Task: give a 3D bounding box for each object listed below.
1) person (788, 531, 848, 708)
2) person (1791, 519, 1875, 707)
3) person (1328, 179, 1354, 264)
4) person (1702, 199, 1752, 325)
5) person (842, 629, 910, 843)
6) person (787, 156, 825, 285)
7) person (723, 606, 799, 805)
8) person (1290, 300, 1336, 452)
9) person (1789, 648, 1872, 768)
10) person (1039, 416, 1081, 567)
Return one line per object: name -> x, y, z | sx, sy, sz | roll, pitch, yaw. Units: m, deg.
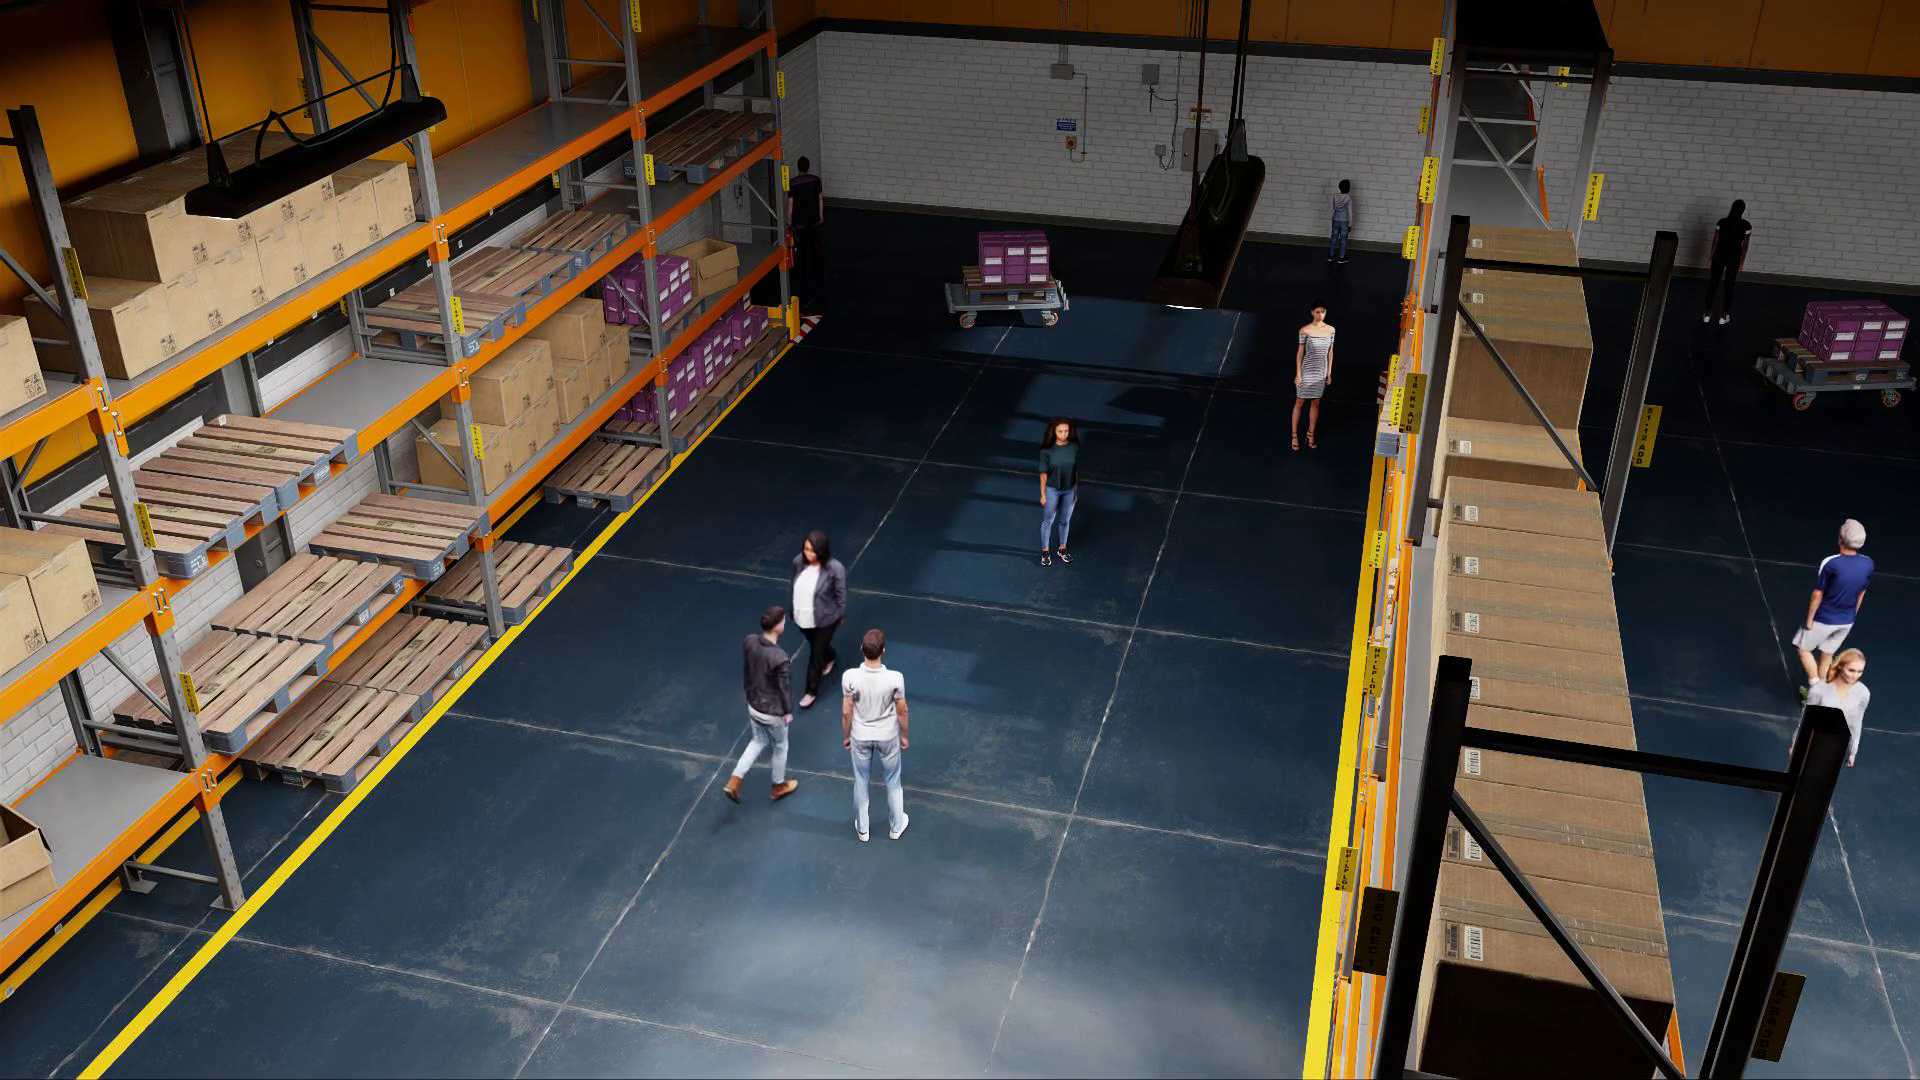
person -> -1.240, 0.630, 14.780 | 0.813, 1.565, 1.099 | 13, 31, 23
person -> 7.566, 0.713, 14.356 | 0.776, 1.825, 0.855 | -2, 29, -4
person -> 5.747, -4.823, 25.095 | 0.557, 1.260, 0.588 | 22, 36, 35
person -> 10.495, -3.819, 22.767 | 0.657, 1.728, 0.636 | 15, 32, 25
person -> -0.657, 1.517, 12.856 | 0.712, 1.851, 0.630 | 0, 29, 1
person -> -2.243, -4.668, 24.200 | 0.800, 1.846, 0.829 | -12, 31, -21
person -> -1.576, 1.360, 13.175 | 0.917, 1.820, 1.058 | 19, 34, 31
person -> 4.053, -1.900, 19.149 | 0.681, 1.822, 0.679 | -5, 29, -10
person -> 6.619, 1.567, 12.832 | 0.650, 1.785, 0.722 | 4, 29, 8
person -> 1.008, -0.514, 16.824 | 0.707, 1.615, 0.741 | -8, 30, -14
